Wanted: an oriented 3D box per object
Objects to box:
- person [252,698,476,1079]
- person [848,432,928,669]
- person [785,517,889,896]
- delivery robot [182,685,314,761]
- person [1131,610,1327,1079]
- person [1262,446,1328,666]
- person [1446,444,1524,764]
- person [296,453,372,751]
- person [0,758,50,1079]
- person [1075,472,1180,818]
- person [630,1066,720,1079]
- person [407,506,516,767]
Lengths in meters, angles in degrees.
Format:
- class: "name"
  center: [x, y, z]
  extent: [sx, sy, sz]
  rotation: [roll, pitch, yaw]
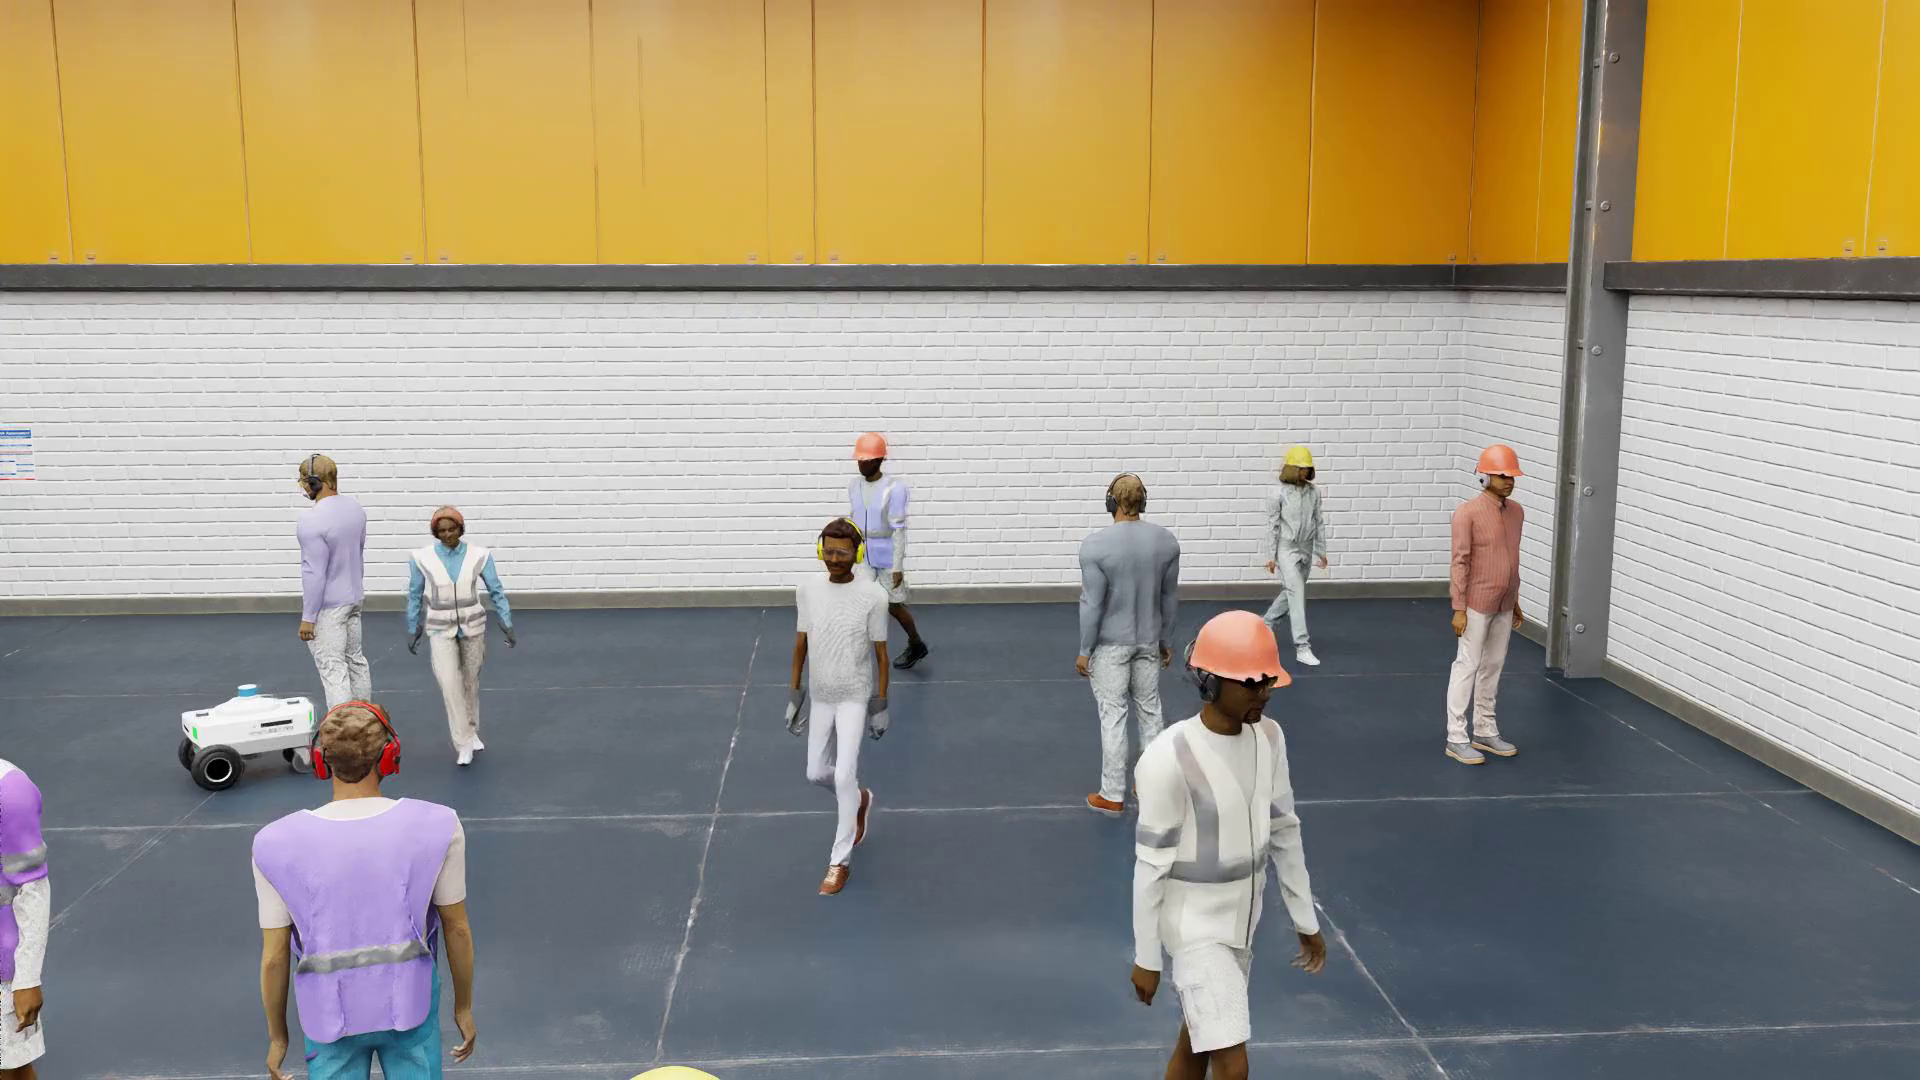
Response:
- class: "person"
  center: [-1.673, 1.370, 4.732]
  extent: [0.570, 1.840, 0.375]
  rotation: [-3, 10, -20]
- class: "person"
  center: [-0.572, 0.112, 12.492]
  extent: [0.542, 1.903, 0.880]
  rotation: [5, 10, 30]
- class: "person"
  center: [-0.592, 0.786, 8.374]
  extent: [0.525, 1.850, 0.746]
  rotation: [3, 10, 20]
- class: "delivery robot"
  center: [-4.293, 1.118, 10.051]
  extent: [0.707, 0.478, 0.477]
  rotation: [-6, 11, -34]
- class: "person"
  center: [0.900, 1.221, 5.125]
  extent: [0.638, 2.012, 0.873]
  rotation: [-9, 13, -44]
- class: "person"
  center: [2.636, 0.083, 13.235]
  extent: [0.499, 1.708, 0.851]
  rotation: [-5, 10, -28]
- class: "person"
  center: [3.307, 0.393, 10.393]
  extent: [0.622, 1.992, 0.394]
  rotation: [-6, 11, -34]
- class: "person"
  center: [-3.932, 0.421, 10.405]
  extent: [0.373, 1.936, 0.629]
  rotation: [1, 9, 8]
- class: "person"
  center: [-3.025, 1.275, 5.034]
  extent: [0.548, 1.936, 0.378]
  rotation: [3, 9, 16]
- class: "person"
  center: [0.937, 0.587, 9.348]
  extent: [0.635, 1.937, 0.353]
  rotation: [-4, 10, -26]
- class: "person"
  center: [-0.423, 1.688, 2.475]
  extent: [0.382, 1.924, 0.594]
  rotation: [3, 9, 16]
- class: "person"
  center: [-3.093, 0.588, 10.352]
  extent: [0.634, 1.597, 0.772]
  rotation: [-4, 10, -24]
